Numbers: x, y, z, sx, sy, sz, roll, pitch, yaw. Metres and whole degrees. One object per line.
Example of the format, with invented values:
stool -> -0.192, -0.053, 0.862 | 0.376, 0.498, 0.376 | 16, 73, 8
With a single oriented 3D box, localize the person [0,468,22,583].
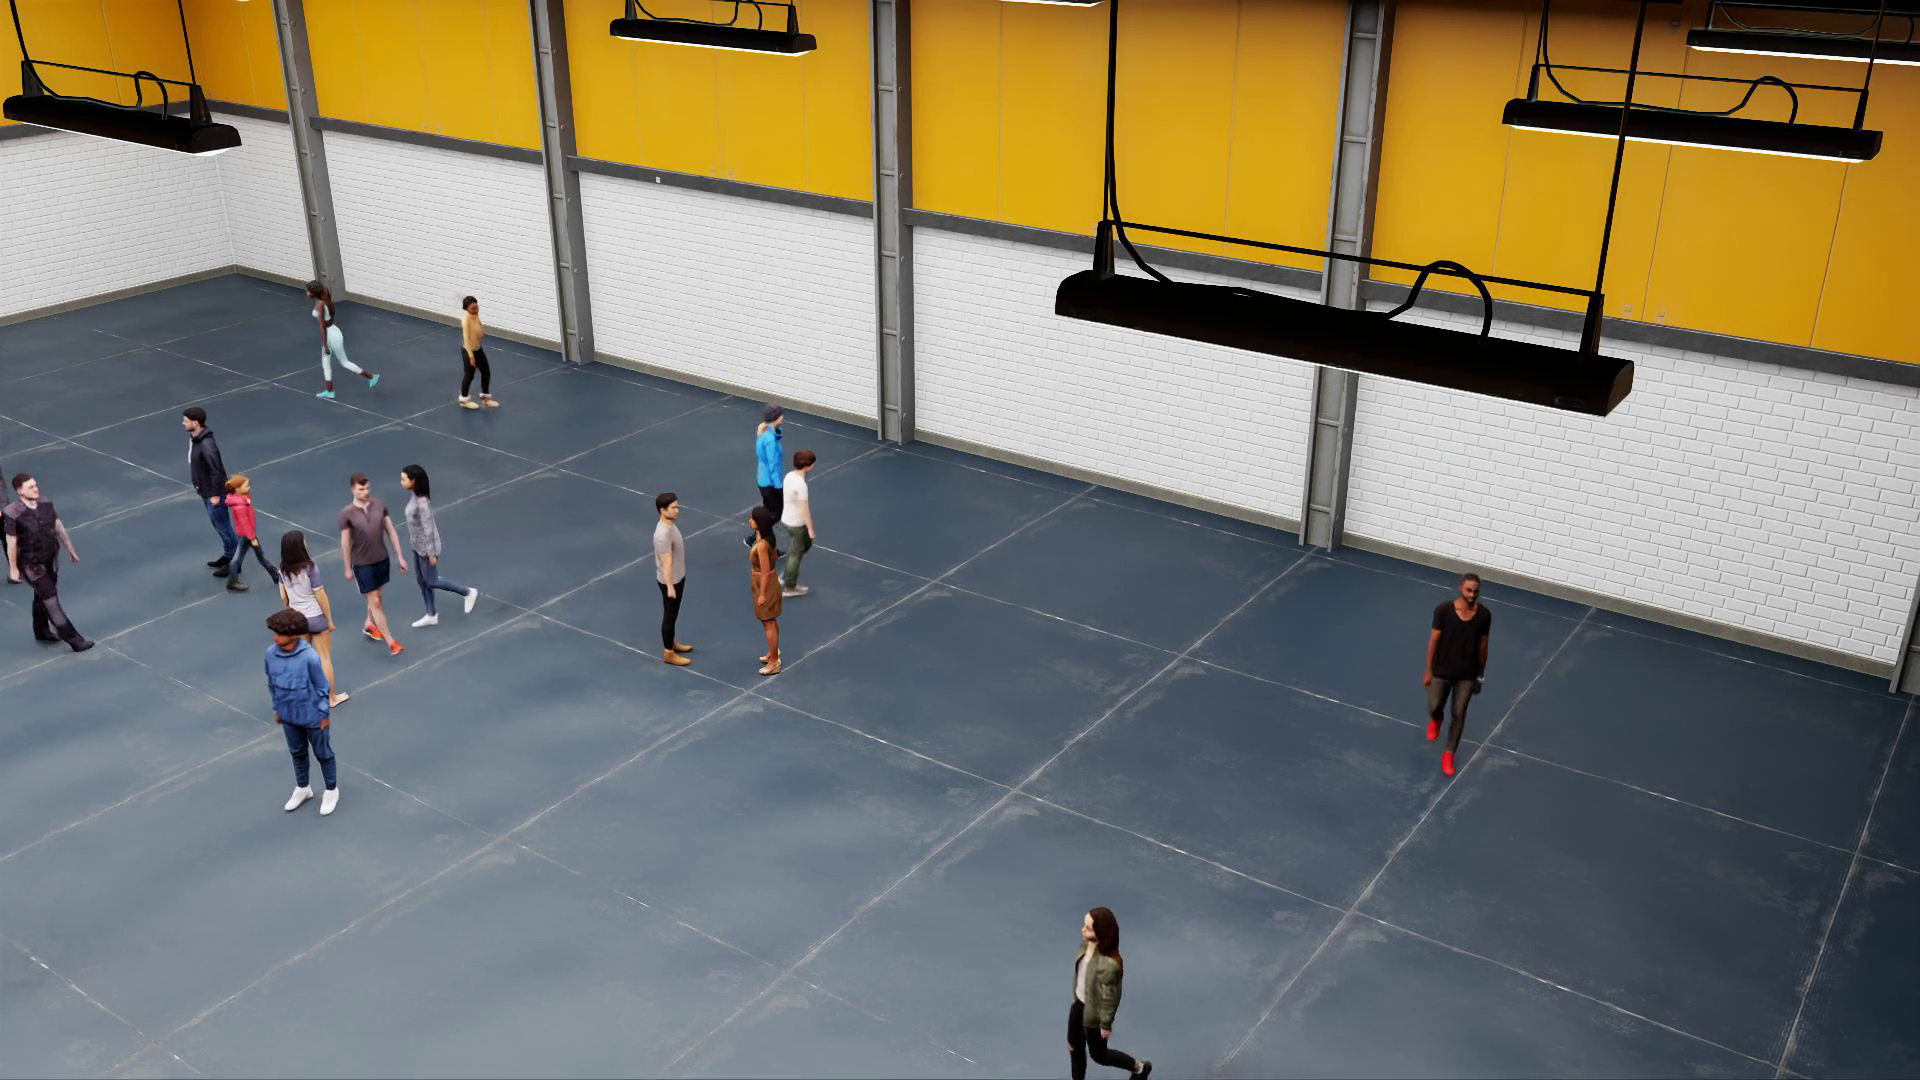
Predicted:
person -> -10.209, -0.365, 17.488 | 1.163, 1.803, 1.207 | -4, 24, -8

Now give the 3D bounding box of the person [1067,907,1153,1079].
person -> 0.899, 2.922, 10.399 | 0.944, 1.459, 0.932 | -7, 25, -17

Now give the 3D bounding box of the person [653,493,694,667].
person -> -2.777, 0.350, 15.961 | 0.718, 1.717, 0.687 | -1, 24, -2

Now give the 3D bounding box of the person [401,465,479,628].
person -> -5.255, 0.054, 16.641 | 0.923, 1.713, 0.951 | -12, 26, -25

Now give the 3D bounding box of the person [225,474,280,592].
person -> -7.558, -0.047, 17.412 | 0.949, 1.281, 0.898 | -5, 24, -10

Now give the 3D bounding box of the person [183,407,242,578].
person -> -7.966, -0.535, 17.765 | 0.809, 1.893, 0.660 | -14, 27, -28

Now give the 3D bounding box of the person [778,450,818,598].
person -> -1.770, -0.143, 17.196 | 0.822, 1.631, 0.757 | -11, 26, -24

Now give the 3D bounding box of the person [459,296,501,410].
person -> -6.714, -2.561, 22.736 | 0.871, 1.623, 0.719 | 5, 24, 11

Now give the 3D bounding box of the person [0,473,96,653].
person -> -9.011, 0.222, 16.138 | 1.197, 1.809, 0.972 | 6, 24, 14

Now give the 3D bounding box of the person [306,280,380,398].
person -> -8.639, -2.776, 23.162 | 1.095, 1.676, 1.080 | -5, 24, -12

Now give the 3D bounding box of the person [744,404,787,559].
person -> -2.147, -0.601, 18.049 | 0.887, 1.787, 0.826 | -2, 24, -5

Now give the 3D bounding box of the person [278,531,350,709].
person -> -5.918, 0.713, 15.109 | 0.586, 1.734, 0.716 | 4, 24, 10

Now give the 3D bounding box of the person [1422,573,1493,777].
person -> 4.214, 1.081, 14.191 | 0.956, 1.794, 0.928 | 5, 24, 11

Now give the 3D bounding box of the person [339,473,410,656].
person -> -5.767, 0.199, 16.190 | 1.183, 1.809, 0.798 | 21, 31, 39

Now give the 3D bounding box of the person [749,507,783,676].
person -> -1.835, 0.469, 15.724 | 0.690, 1.689, 0.650 | -2, 24, -4

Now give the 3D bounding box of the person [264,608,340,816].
person -> -5.345, 1.367, 13.524 | 0.642, 1.806, 0.804 | 5, 24, 11
